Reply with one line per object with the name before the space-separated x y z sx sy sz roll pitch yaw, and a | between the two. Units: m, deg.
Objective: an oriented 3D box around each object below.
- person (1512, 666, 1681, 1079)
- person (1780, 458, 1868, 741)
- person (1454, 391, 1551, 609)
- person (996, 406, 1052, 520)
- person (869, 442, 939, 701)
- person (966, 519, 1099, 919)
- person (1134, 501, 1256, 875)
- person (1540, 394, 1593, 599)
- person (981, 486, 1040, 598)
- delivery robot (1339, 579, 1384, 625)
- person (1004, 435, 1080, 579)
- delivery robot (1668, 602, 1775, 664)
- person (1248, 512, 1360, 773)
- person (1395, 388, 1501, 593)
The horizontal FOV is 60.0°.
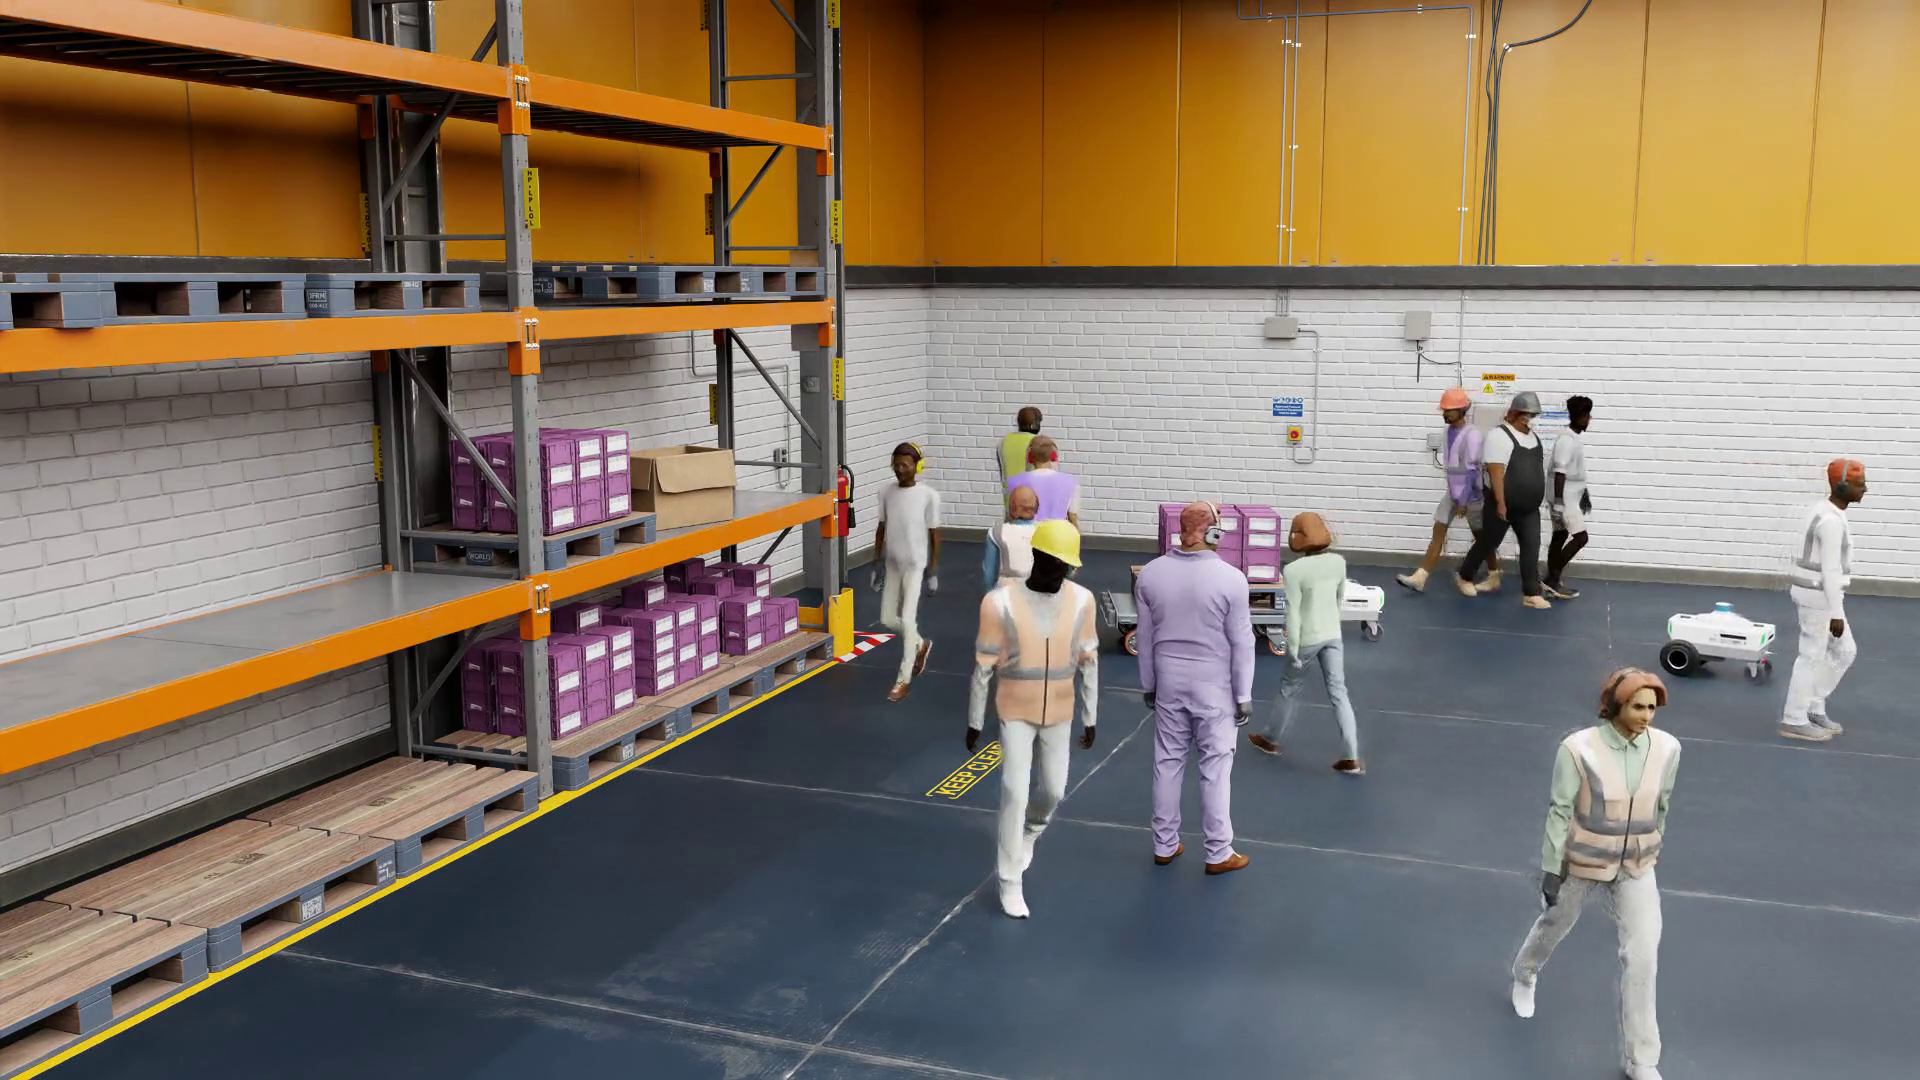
person | 2.469 1.229 6.465 0.531 1.581 0.920 -1 9 -4
person | 5.625 0.399 10.772 0.505 1.863 0.614 5 10 28
person | 5.055 -0.425 15.384 0.684 2.000 0.988 -5 10 -26
person | 0.629 -0.322 15.381 0.639 1.838 0.444 8 12 41
person | -0.380 0.201 12.057 0.534 1.846 0.673 5 10 28
person | 0.331 0.812 8.121 0.679 1.887 0.763 -3 9 -16
person | 1.213 0.747 8.474 0.639 1.901 0.406 6 11 34
person | 5.689 -0.393 15.486 0.462 1.939 0.649 3 10 19
person | 0.408 0.432 11.385 0.519 1.602 0.789 -1 9 -3
delivery robot | 3.174 0.504 13.911 0.707 0.478 0.477 1 9 6
person | 0.612 0.104 12.768 0.575 1.820 0.653 -1 9 -7
delivery robot | 5.754 0.717 12.574 0.707 0.478 0.477 7 11 37
person | 2.180 0.617 10.272 0.512 1.587 0.872 -4 10 -26
person | 4.710 -0.452 15.774 1.120 1.962 0.613 -3 9 -17
